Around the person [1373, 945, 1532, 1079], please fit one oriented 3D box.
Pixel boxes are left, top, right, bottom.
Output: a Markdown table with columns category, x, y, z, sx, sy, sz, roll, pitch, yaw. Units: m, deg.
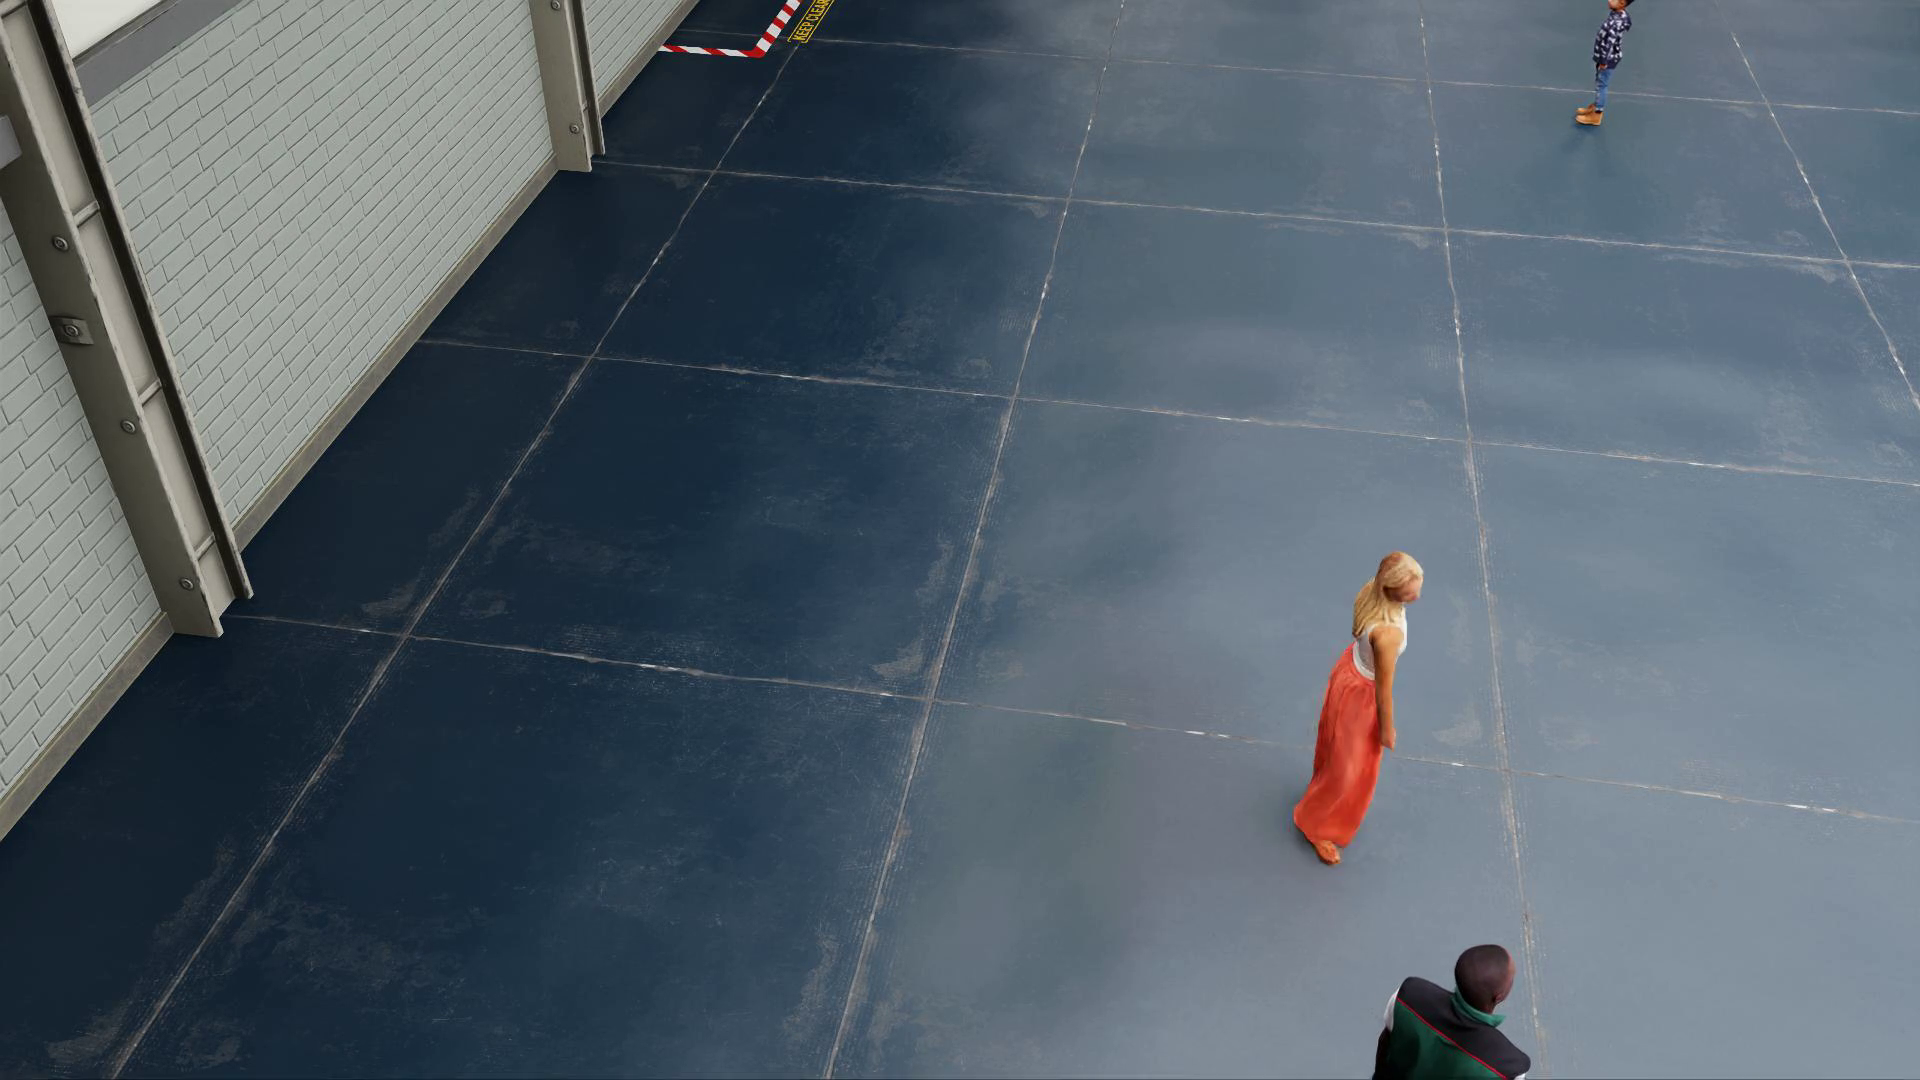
| category | x | y | z | sx | sy | sz | roll | pitch | yaw |
| --- | --- | --- | --- | --- | --- | --- | --- | --- | --- |
| person | 1.686 | 2.059 | 5.887 | 0.812 | 1.839 | 0.785 | -30 | 47 | -32 |

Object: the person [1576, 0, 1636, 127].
| category | x | y | z | sx | sy | sz | roll | pitch | yaw |
| --- | --- | --- | --- | --- | --- | --- | --- | --- | --- |
| person | 5.617 | -4.225 | 14.395 | 0.572 | 1.252 | 0.457 | 11 | 39 | 13 |

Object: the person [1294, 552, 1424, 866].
| category | x | y | z | sx | sy | sz | roll | pitch | yaw |
| --- | --- | --- | --- | --- | --- | --- | --- | --- | --- |
| person | 1.843 | 0.676 | 7.698 | 0.782 | 1.786 | 0.517 | -2 | 38 | -3 |
